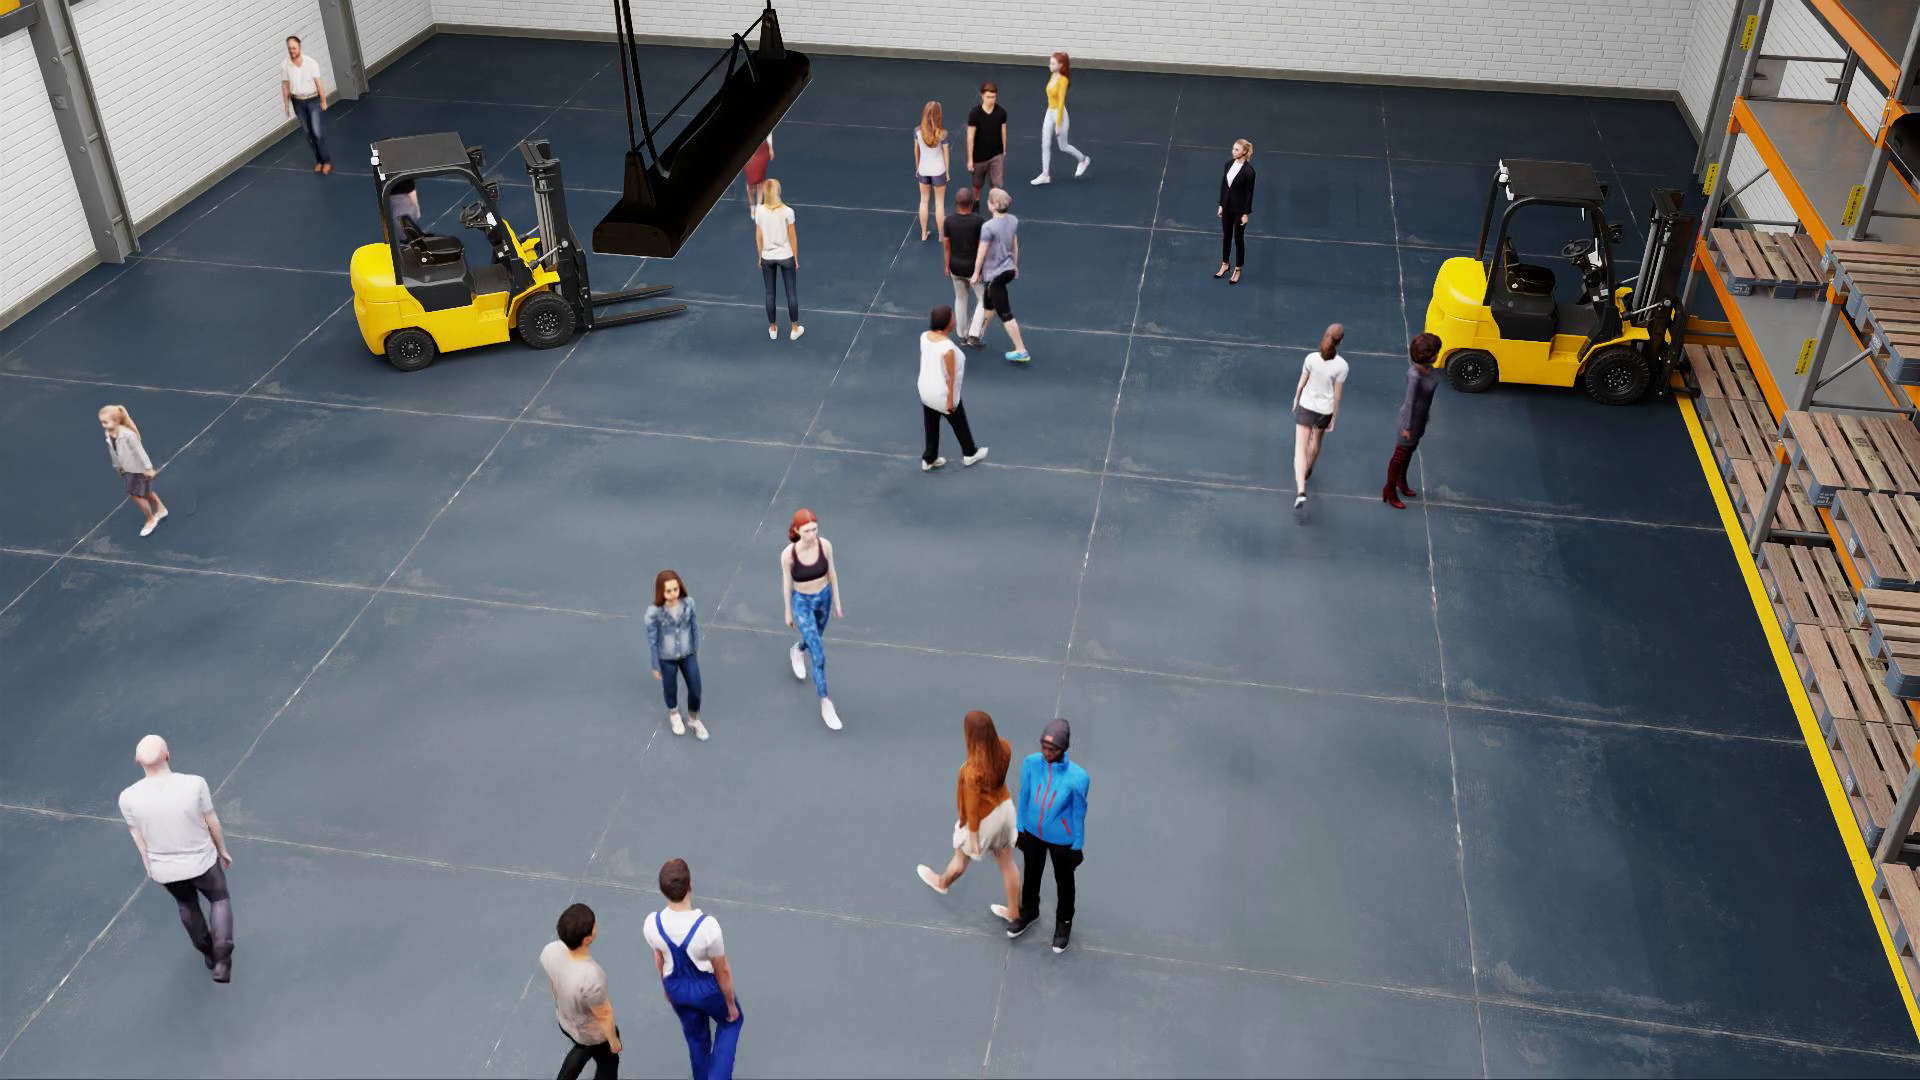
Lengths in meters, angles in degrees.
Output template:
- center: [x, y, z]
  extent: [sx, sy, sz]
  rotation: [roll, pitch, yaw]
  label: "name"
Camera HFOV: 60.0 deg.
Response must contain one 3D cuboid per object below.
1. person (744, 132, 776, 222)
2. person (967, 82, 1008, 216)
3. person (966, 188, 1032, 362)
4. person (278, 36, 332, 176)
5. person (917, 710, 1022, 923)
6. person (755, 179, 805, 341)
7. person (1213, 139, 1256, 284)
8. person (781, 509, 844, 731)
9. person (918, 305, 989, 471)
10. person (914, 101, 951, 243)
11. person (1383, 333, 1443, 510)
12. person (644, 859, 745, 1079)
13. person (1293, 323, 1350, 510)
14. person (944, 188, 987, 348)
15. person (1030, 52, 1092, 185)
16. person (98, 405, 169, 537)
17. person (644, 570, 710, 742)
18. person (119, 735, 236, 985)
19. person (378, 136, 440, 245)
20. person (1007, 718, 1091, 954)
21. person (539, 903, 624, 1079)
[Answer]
- center: [-2.564, -4.817, 20.658]
  extent: [0.728, 1.736, 0.766]
  rotation: [-12, 36, -18]
  label: "person"
- center: [0.311, -4.759, 20.492]
  extent: [0.968, 1.823, 1.312]
  rotation: [-6, 34, -8]
  label: "person"
- center: [0.459, -2.725, 17.414]
  extent: [1.050, 1.842, 1.234]
  rotation: [21, 39, 29]
  label: "person"
- center: [-8.636, -5.817, 22.072]
  extent: [0.707, 1.835, 0.724]
  rotation: [1, 34, 1]
  label: "person"
- center: [0.256, 1.831, 10.703]
  extent: [1.030, 1.684, 1.061]
  rotation: [27, 42, 35]
  label: "person"
- center: [-1.955, -3.008, 17.870]
  extent: [0.601, 1.808, 0.522]
  rotation: [3, 34, 5]
  label: "person"
- center: [3.172, -3.790, 19.139]
  extent: [0.737, 1.707, 0.703]
  rotation: [-27, 42, -34]
  label: "person"
- center: [-1.154, 0.502, 12.647]
  extent: [1.061, 1.744, 1.209]
  rotation: [-17, 37, -24]
  label: "person"
- center: [-0.214, -1.389, 15.557]
  extent: [1.020, 1.674, 0.956]
  rotation: [-21, 39, -29]
  label: "person"
- center: [-0.342, -4.448, 20.105]
  extent: [0.622, 1.732, 0.585]
  rotation: [11, 35, 15]
  label: "person"
- center: [4.107, -1.098, 15.088]
  extent: [0.701, 1.707, 0.575]
  rotation: [21, 39, 28]
  label: "person"
- center: [-1.531, 2.625, 9.376]
  extent: [0.659, 1.830, 0.702]
  rotation: [9, 35, 14]
  label: "person"
- center: [3.224, -1.094, 15.080]
  extent: [0.582, 1.709, 1.125]
  rotation: [5, 34, 8]
  label: "person"
- center: [0.068, -2.835, 17.622]
  extent: [0.776, 1.796, 0.824]
  rotation: [10, 35, 15]
  label: "person"
- center: [1.350, -5.473, 21.654]
  extent: [1.031, 1.726, 1.075]
  rotation: [-14, 36, -20]
  label: "person"
- center: [-7.323, -0.675, 14.866]
  extent: [0.597, 1.250, 0.691]
  rotation: [16, 37, 22]
  label: "person"
- center: [-2.158, 0.820, 12.425]
  extent: [0.718, 1.462, 0.775]
  rotation: [-15, 37, -22]
  label: "person"
- center: [-4.798, 2.065, 10.247]
  extent: [0.924, 1.799, 1.065]
  rotation: [-11, 35, -16]
  label: "person"
- center: [-6.383, -3.840, 19.186]
  extent: [0.867, 1.738, 1.140]
  rotation: [16, 37, 23]
  label: "person"
- center: [0.588, 1.847, 10.580]
  extent: [0.674, 1.792, 0.640]
  rotation: [16, 37, 22]
  label: "person"
- center: [-2.154, 2.737, 9.321]
  extent: [0.852, 1.704, 0.958]
  rotation: [23, 40, 31]
  label: "person"
